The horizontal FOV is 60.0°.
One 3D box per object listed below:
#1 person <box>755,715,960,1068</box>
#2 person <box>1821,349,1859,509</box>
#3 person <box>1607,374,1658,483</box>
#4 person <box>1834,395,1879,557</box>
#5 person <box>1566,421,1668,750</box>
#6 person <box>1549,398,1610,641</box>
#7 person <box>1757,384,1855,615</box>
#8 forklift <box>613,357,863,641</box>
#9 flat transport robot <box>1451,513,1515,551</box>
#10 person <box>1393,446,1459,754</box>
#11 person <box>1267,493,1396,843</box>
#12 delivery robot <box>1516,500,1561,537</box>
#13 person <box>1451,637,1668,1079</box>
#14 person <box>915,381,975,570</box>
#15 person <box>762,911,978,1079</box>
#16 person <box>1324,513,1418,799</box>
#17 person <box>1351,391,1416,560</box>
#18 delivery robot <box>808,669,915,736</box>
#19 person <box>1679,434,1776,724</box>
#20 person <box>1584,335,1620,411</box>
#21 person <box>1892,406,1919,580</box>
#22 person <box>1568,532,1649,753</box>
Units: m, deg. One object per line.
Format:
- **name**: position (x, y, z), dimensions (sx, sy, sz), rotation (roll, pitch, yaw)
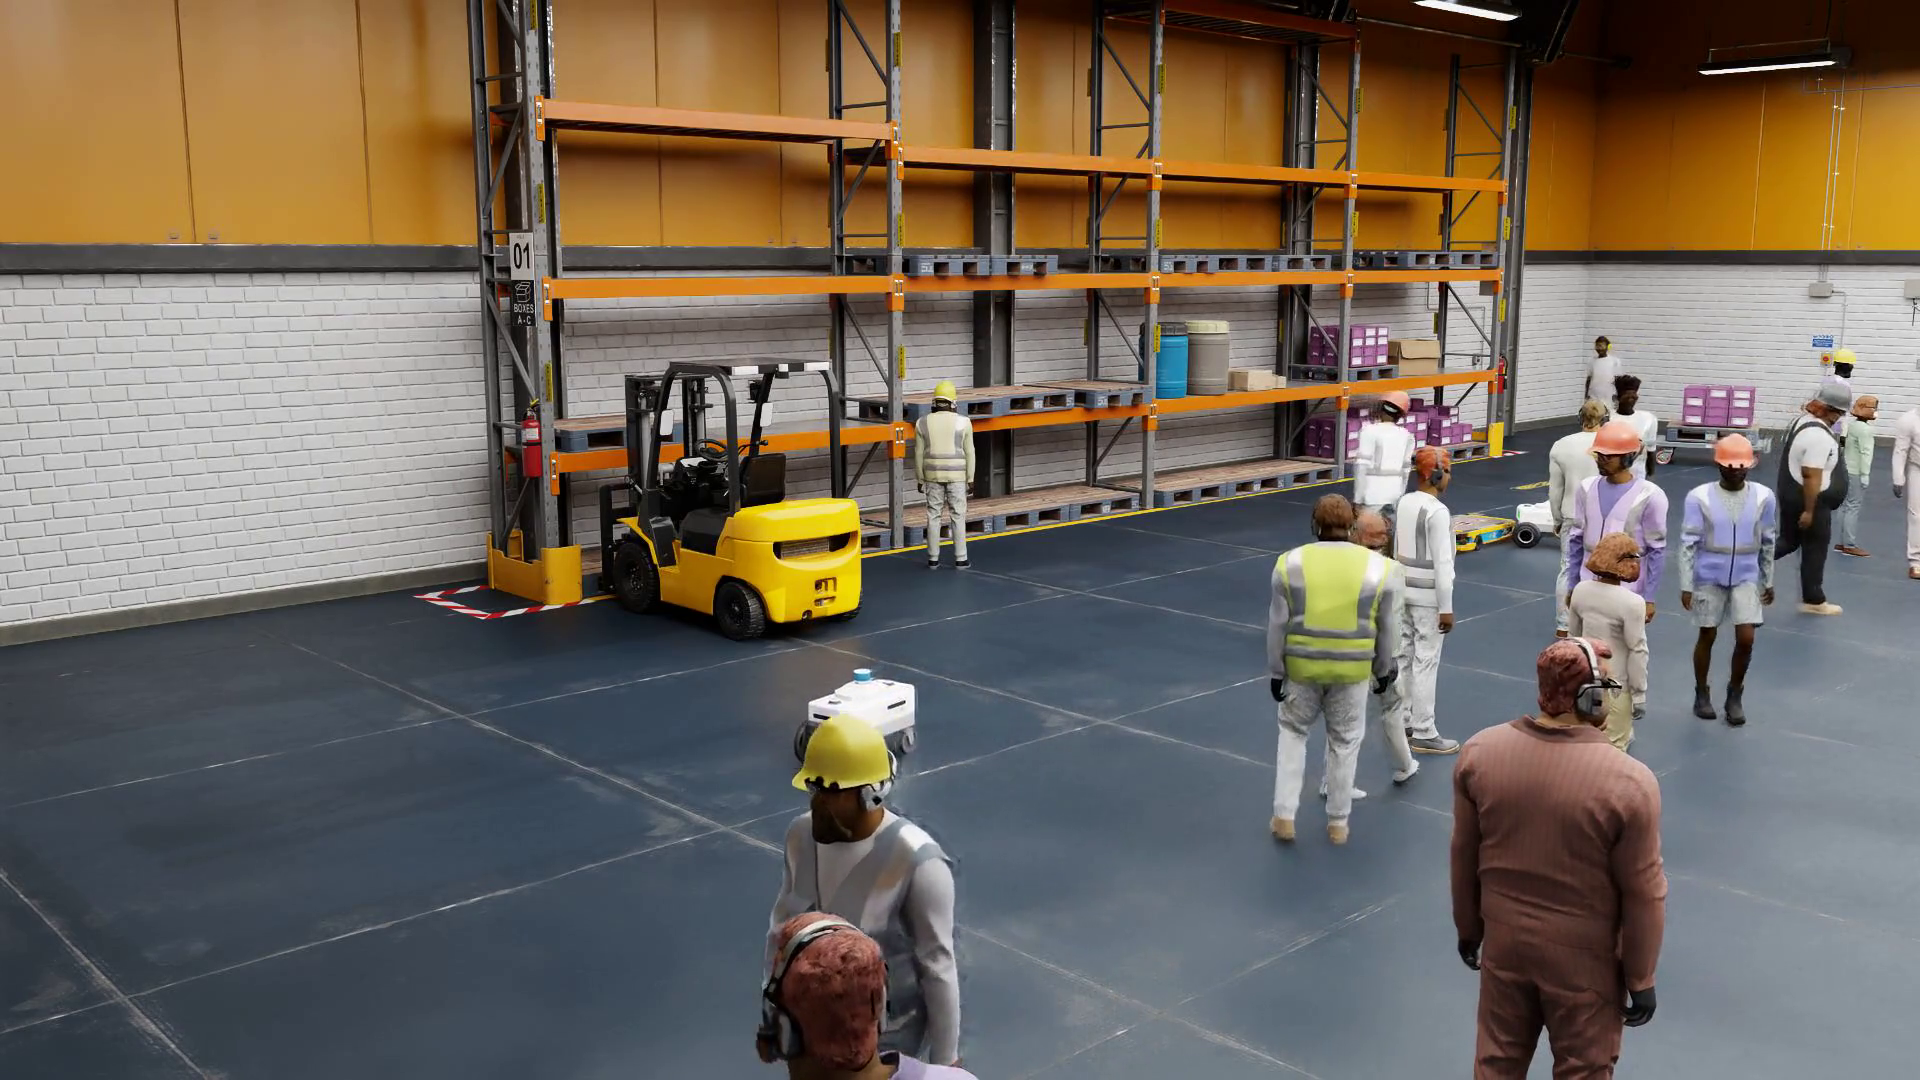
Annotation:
- **person**: position (-0.310, 1.355, 4.716), dimensions (0.621, 1.780, 0.938), rotation (9, 13, 42)
- **person**: position (10.575, -1.342, 20.076), dimensions (0.382, 1.922, 0.594), rotation (1, 10, 4)
- **person**: position (6.130, -0.552, 15.364), dimensions (0.638, 1.949, 0.467), rotation (1, 10, 6)
- **person**: position (9.132, -0.657, 16.920), dimensions (0.285, 1.631, 0.501), rotation (2, 10, 12)
- **person**: position (3.999, 0.282, 10.227), dimensions (0.394, 2.040, 0.610), rotation (-7, 12, -35)
- **person**: position (4.914, -0.141, 13.009), dimensions (0.631, 1.939, 0.372), rotation (8, 13, 40)
- **person**: position (7.063, -0.377, 14.084), dimensions (0.836, 2.000, 0.736), rotation (2, 10, 12)
- **forklift**: position (-1.847, -0.414, 13.852), dimensions (1.214, 2.155, 2.313), rotation (-9, 13, -42)
- **flat transport robot**: position (5.363, -0.094, 17.601), dimensions (0.652, 0.197, 1.431), rotation (10, 14, 44)
- **person**: position (2.857, 0.364, 10.212), dimensions (0.355, 1.883, 0.576), rotation (-2, 10, -13)
- **person**: position (1.895, 0.675, 8.540), dimensions (0.640, 1.841, 0.428), rotation (2, 10, 11)
- **delivery robot**: position (6.183, -0.236, 17.331), dimensions (0.707, 0.478, 0.477), rotation (4, 11, 24)
- **person**: position (1.827, 1.230, 5.082), dimensions (0.404, 1.903, 0.652), rotation (-9, 14, -44)
- **person**: position (-0.139, -0.619, 16.106), dimensions (0.588, 1.835, 0.403), rotation (1, 10, 8)
- **person**: position (-0.220, 1.589, 2.976), dimensions (0.652, 1.904, 0.402), rotation (-8, 13, -40)
- **person**: position (2.355, 0.649, 9.379), dimensions (0.794, 1.586, 0.570), rotation (-7, 12, -35)
- **person**: position (3.604, -0.340, 14.365), dimensions (0.671, 1.884, 0.367), rotation (-5, 11, -26)
- **delivery robot**: position (-0.585, 1.019, 9.984), dimensions (0.477, 0.478, 0.707), rotation (7, 12, 35)
- **person**: position (4.972, 0.257, 10.763), dimensions (0.626, 1.906, 0.604), rotation (2, 10, 12)
- **person**: position (9.652, -2.145, 24.973), dimensions (0.542, 1.857, 0.579), rotation (7, 12, 37)
- **person**: position (9.165, -0.575, 15.663), dimensions (0.698, 1.898, 0.443), rotation (3, 10, 19)
- **person**: position (3.344, 0.765, 8.594), dimensions (0.280, 1.633, 0.500), rotation (-4, 11, -23)
